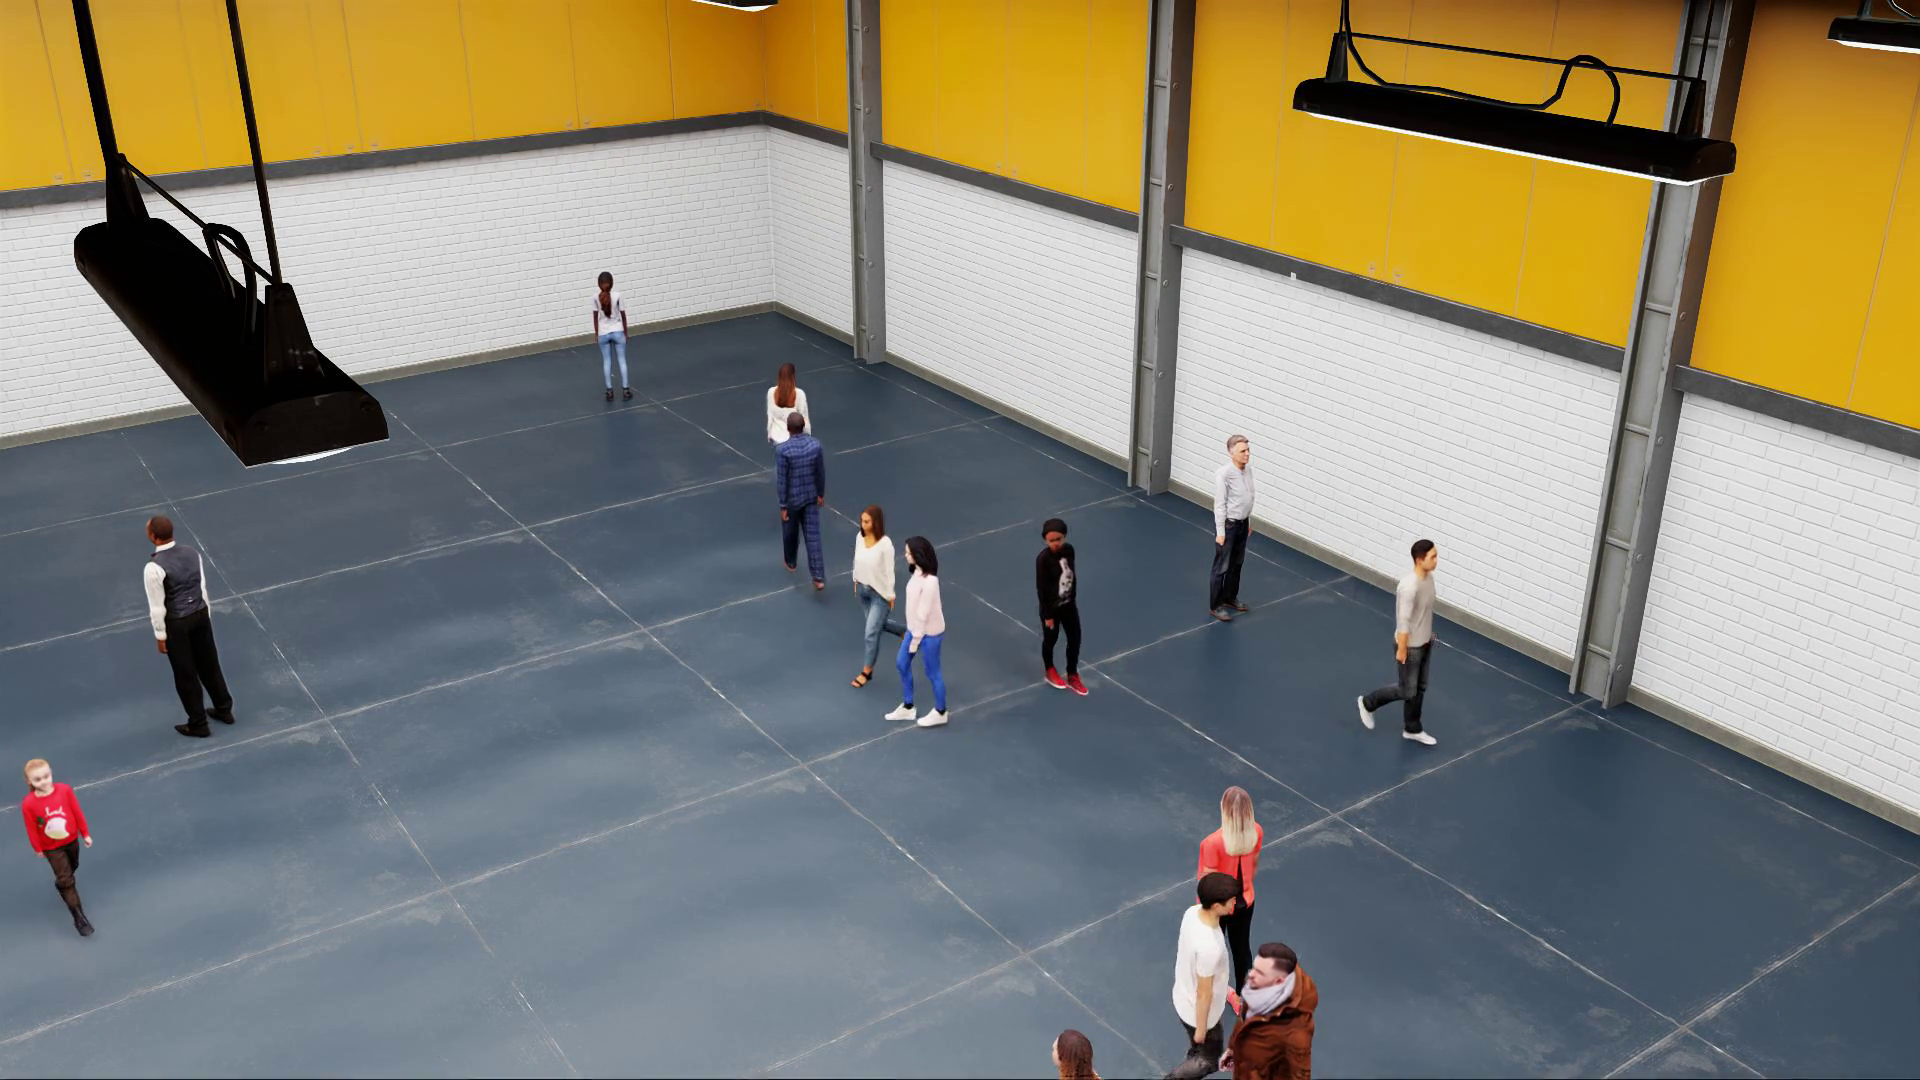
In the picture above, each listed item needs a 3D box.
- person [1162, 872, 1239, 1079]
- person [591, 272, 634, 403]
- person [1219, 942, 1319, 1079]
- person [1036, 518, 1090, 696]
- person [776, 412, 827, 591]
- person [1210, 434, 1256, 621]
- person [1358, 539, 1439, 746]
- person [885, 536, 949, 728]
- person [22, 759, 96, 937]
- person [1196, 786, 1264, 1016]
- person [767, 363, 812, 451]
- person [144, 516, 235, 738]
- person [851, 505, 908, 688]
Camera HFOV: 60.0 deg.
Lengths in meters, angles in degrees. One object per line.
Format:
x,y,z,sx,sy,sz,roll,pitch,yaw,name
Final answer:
1.294,2.648,9.543,0.913,1.704,0.868,-1,24,-3,person
-4.541,-2.659,21.666,0.668,1.719,0.681,-2,24,-4,person
1.716,2.895,8.868,1.063,1.792,1.151,-4,24,-8,person
0.784,0.542,14.426,0.595,1.652,0.715,-17,29,-34,person
-1.525,-0.340,16.294,0.866,1.772,1.271,-9,25,-21,person
2.588,-0.152,15.805,0.682,1.820,0.614,-21,31,-40,person
3.638,0.816,13.618,1.011,1.798,0.856,16,28,32,person
-0.199,0.771,13.782,0.839,1.749,0.794,-5,24,-11,person
-6.220,2.051,11.456,0.945,1.266,0.656,18,29,35,person
1.672,2.281,10.396,0.606,1.694,0.543,-13,27,-27,person
-1.891,-1.087,18.116,0.730,1.682,0.791,4,24,9,person
-6.395,0.701,13.736,0.764,1.913,0.772,11,26,24,person
-0.668,0.454,14.626,0.769,1.654,0.982,-21,32,-40,person
